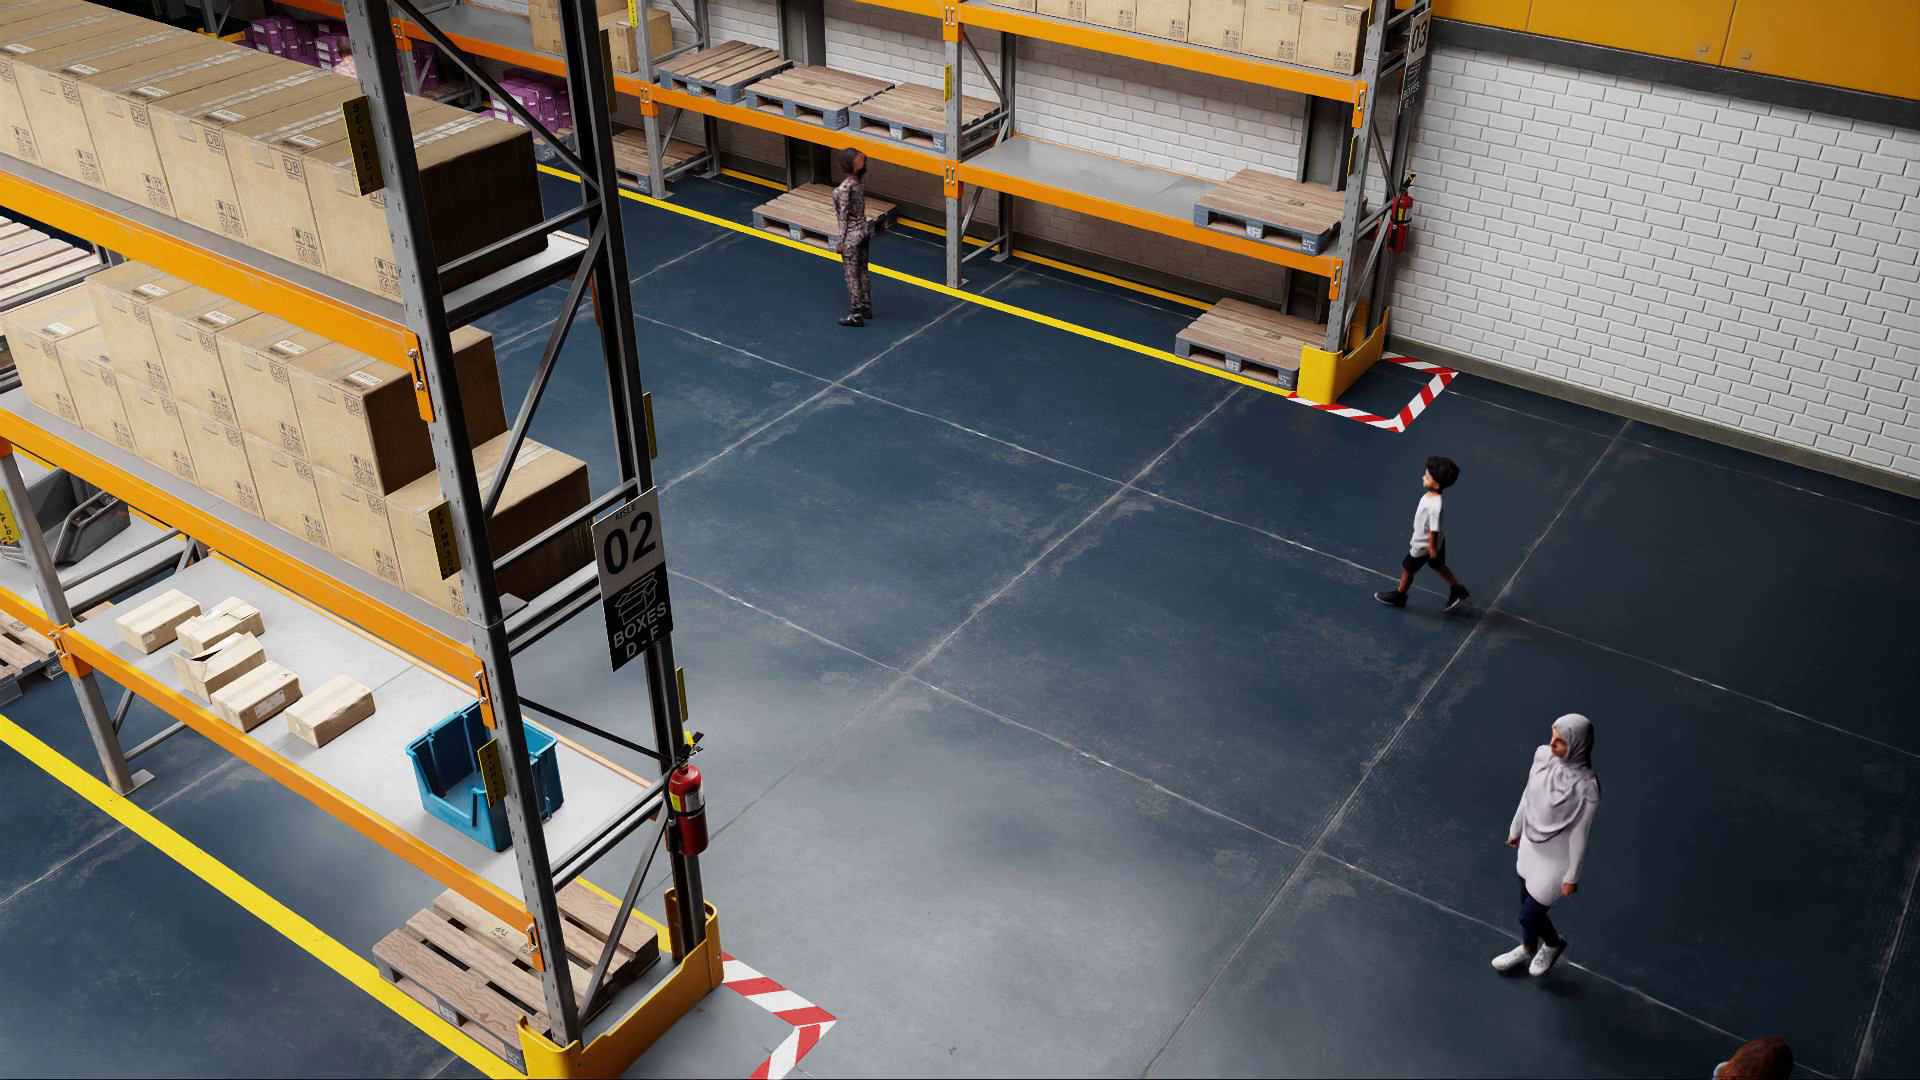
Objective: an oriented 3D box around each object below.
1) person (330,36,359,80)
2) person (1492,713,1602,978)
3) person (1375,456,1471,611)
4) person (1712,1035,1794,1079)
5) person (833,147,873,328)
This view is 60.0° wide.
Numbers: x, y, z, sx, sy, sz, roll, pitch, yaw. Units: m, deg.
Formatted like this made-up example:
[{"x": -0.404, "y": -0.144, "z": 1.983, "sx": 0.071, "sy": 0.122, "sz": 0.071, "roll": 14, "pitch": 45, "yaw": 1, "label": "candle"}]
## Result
[{"x": -6.362, "y": -4.461, "z": 17.823, "sx": 0.833, "sy": 1.785, "sz": 1.010, "roll": -29, "pitch": 43, "yaw": -36, "label": "person"}, {"x": 3.155, "y": 1.616, "z": 8.698, "sx": 0.836, "sy": 1.765, "sz": 0.761, "roll": -11, "pitch": 35, "yaw": -16, "label": "person"}, {"x": 3.349, "y": -0.028, "z": 11.641, "sx": 0.908, "sy": 1.244, "sz": 0.631, "roll": 11, "pitch": 35, "yaw": 16, "label": "person"}, {"x": 3.318, "y": 2.737, "z": 7.291, "sx": 0.971, "sy": 1.456, "sz": 1.018, "roll": -13, "pitch": 36, "yaw": -18, "label": "person"}, {"x": -0.981, "y": -2.807, "z": 15.396, "sx": 0.586, "sy": 1.718, "sz": 0.600, "roll": 16, "pitch": 37, "yaw": 22, "label": "person"}]
